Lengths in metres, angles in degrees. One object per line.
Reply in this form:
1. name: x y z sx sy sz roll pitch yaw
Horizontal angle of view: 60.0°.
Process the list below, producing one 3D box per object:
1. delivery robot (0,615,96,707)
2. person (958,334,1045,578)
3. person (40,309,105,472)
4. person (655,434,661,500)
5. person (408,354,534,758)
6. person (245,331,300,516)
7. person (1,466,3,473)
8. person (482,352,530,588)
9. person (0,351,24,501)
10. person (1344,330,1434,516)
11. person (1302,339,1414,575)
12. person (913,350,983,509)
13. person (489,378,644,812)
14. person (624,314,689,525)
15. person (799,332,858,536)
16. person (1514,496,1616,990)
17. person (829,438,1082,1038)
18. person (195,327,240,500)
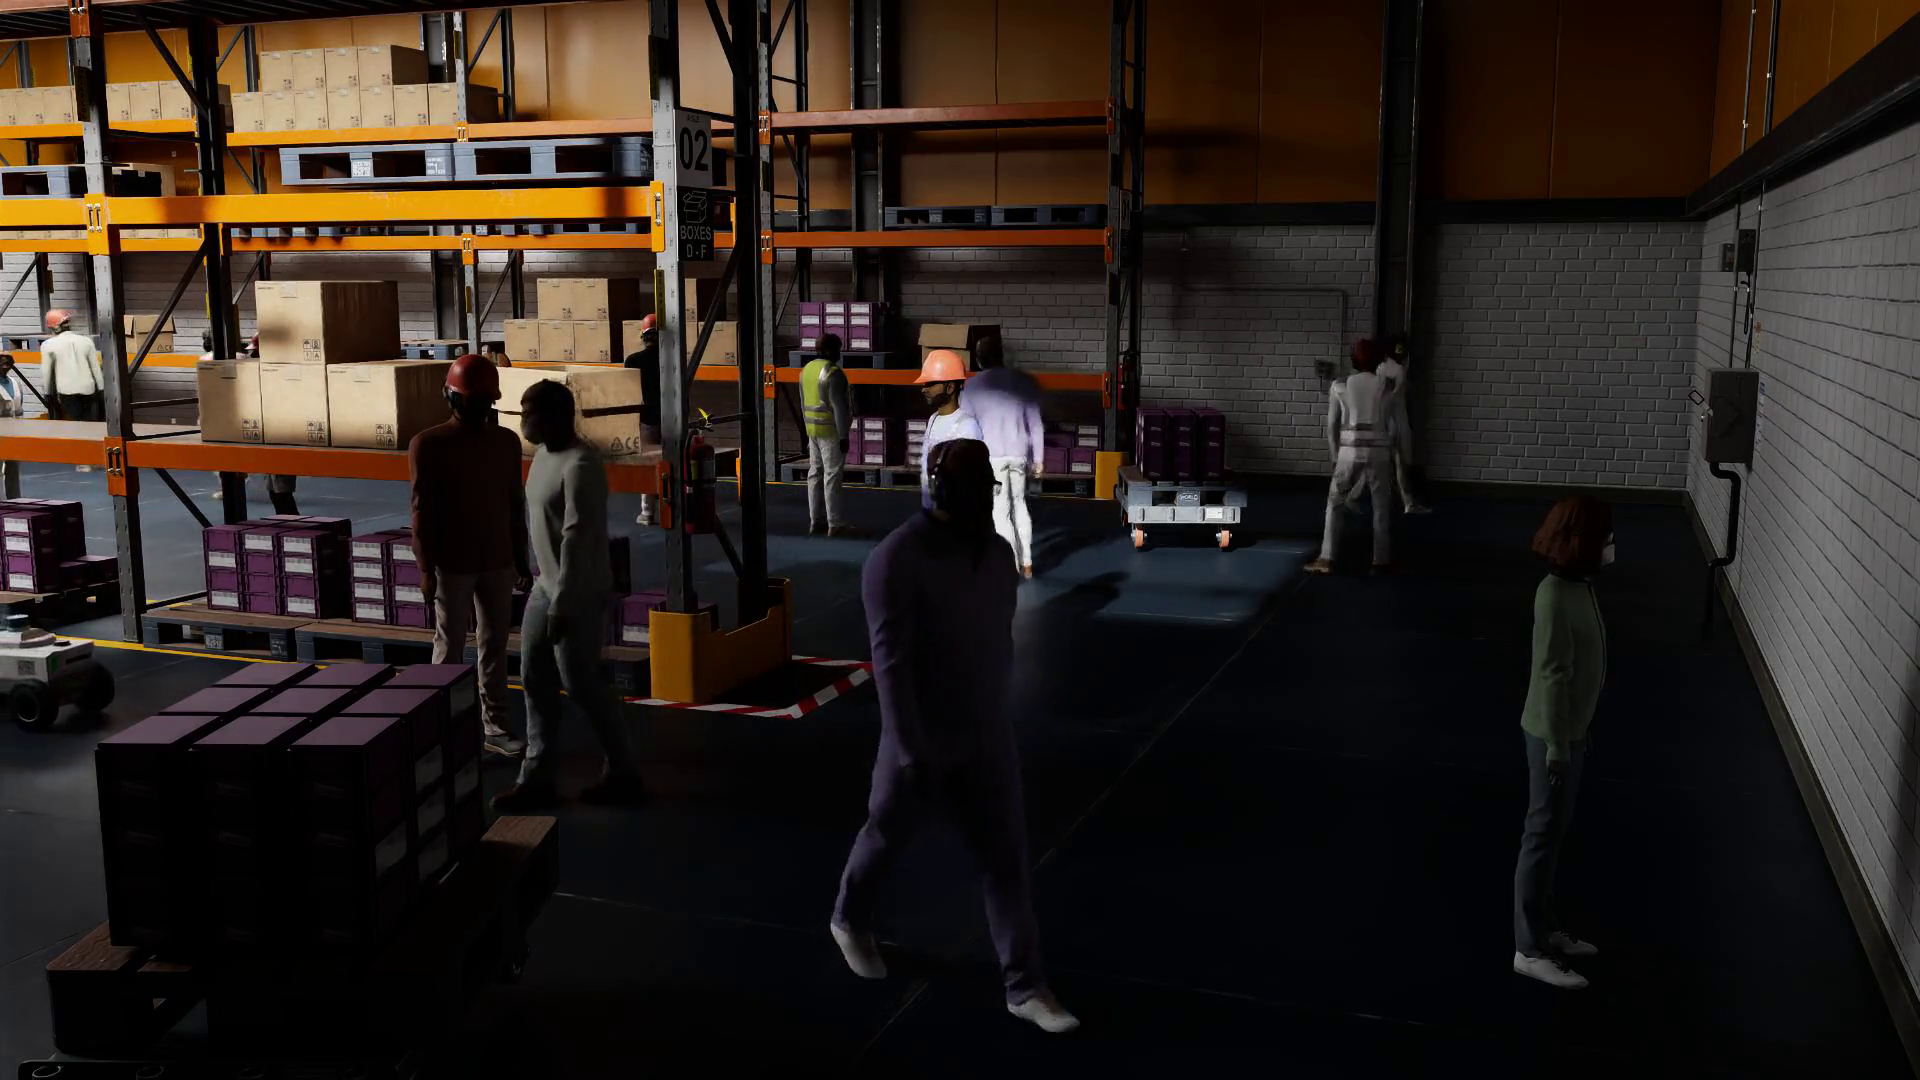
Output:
1. delivery robot: -4.966 0.640 8.799 0.707 0.478 0.477 2 9 12
2. person: 0.306 -0.618 12.767 0.668 1.904 0.534 -2 9 -15
3. person: -10.660 -1.791 19.977 0.607 1.948 0.632 8 12 42
4. person: -3.122 -1.311 17.378 0.623 1.820 0.409 6 11 31
5. person: -2.327 0.103 7.986 0.390 1.986 0.609 8 12 40
6. person: -5.448 -0.709 13.217 0.350 1.942 0.547 -6 11 -35
7. person: -11.595 -1.645 19.718 0.484 1.745 0.297 -1 9 -5
8. person: -3.163 -0.384 11.527 0.428 1.836 0.626 -1 9 -9
9. person: -9.187 -0.999 15.996 0.315 1.636 0.515 2 9 13
10. person: 4.192 -1.133 16.265 0.972 1.833 0.529 -1 9 -9
11. person: 3.139 -0.633 13.012 0.845 1.863 0.385 3 9 17
12. person: -0.086 -0.107 9.452 0.356 1.936 0.551 -4 10 -26
13. person: -1.737 0.243 7.344 0.690 1.908 0.649 -6 11 -33
14. person: -2.876 -1.139 15.751 0.622 1.992 0.396 -5 10 -26
15. person: -1.186 -0.956 15.084 0.429 1.844 0.621 -7 11 -37
16. person: 2.035 0.660 5.588 0.279 1.633 0.500 5 10 27
17. person: -0.061 0.590 5.347 0.635 1.860 1.027 -7 12 -39
18. person: -7.703 -1.301 17.301 0.452 1.824 0.649 2 9 14
